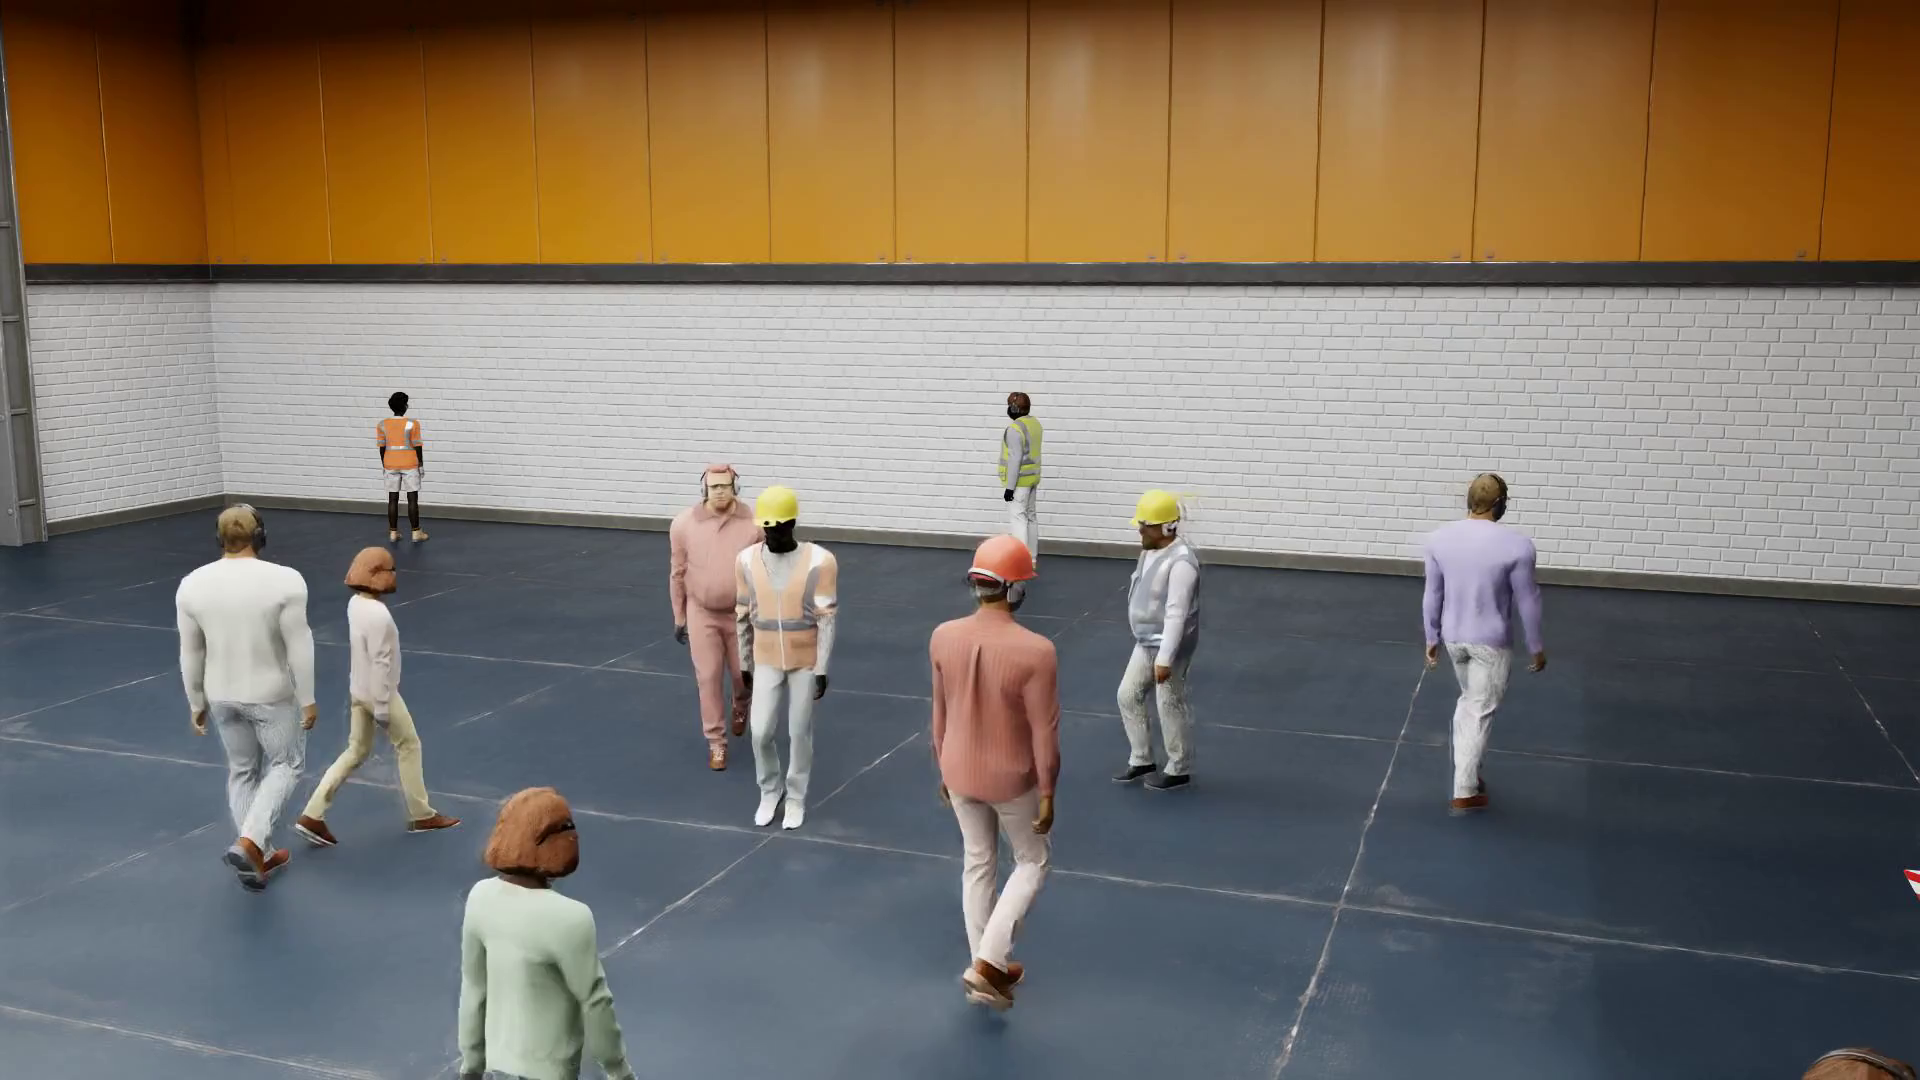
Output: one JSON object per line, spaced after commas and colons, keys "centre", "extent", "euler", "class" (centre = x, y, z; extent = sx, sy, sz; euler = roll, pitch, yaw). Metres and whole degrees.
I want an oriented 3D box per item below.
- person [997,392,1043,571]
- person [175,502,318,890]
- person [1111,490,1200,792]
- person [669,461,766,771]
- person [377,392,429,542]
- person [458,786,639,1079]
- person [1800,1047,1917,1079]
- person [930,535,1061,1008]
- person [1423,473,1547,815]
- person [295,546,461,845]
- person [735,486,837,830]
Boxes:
{"centre": [0.595, -0.569, 16.718], "extent": [0.429, 1.841, 0.634], "euler": [4, 10, 25], "class": "person"}
{"centre": [-3.474, 0.778, 8.097], "extent": [0.644, 1.926, 0.643], "euler": [1, 9, 3], "class": "person"}
{"centre": [1.114, 0.599, 9.582], "extent": [0.595, 1.799, 0.606], "euler": [-2, 9, -13], "class": "person"}
{"centre": [-1.475, 0.436, 10.350], "extent": [0.650, 1.887, 0.709], "euler": [-2, 9, -10], "class": "person"}
{"centre": [-6.271, -0.817, 18.706], "extent": [0.532, 1.696, 0.319], "euler": [1, 9, 7], "class": "person"}
{"centre": [-1.213, 1.491, 4.731], "extent": [0.497, 1.594, 0.870], "euler": [8, 12, 41], "class": "person"}
{"centre": [1.376, 1.695, 2.671], "extent": [0.627, 1.844, 0.429], "euler": [6, 11, 32], "class": "person"}
{"centre": [0.133, 0.963, 6.800], "extent": [0.616, 1.979, 0.485], "euler": [6, 11, 32], "class": "person"}
{"centre": [2.979, 0.574, 9.408], "extent": [0.701, 1.916, 0.644], "euler": [-7, 12, -38], "class": "person"}
{"centre": [-3.147, 0.823, 8.835], "extent": [0.824, 1.599, 0.513], "euler": [-7, 12, -37], "class": "person"}
{"centre": [-0.940, 0.645, 9.006], "extent": [0.585, 1.903, 0.458], "euler": [1, 9, 7], "class": "person"}
